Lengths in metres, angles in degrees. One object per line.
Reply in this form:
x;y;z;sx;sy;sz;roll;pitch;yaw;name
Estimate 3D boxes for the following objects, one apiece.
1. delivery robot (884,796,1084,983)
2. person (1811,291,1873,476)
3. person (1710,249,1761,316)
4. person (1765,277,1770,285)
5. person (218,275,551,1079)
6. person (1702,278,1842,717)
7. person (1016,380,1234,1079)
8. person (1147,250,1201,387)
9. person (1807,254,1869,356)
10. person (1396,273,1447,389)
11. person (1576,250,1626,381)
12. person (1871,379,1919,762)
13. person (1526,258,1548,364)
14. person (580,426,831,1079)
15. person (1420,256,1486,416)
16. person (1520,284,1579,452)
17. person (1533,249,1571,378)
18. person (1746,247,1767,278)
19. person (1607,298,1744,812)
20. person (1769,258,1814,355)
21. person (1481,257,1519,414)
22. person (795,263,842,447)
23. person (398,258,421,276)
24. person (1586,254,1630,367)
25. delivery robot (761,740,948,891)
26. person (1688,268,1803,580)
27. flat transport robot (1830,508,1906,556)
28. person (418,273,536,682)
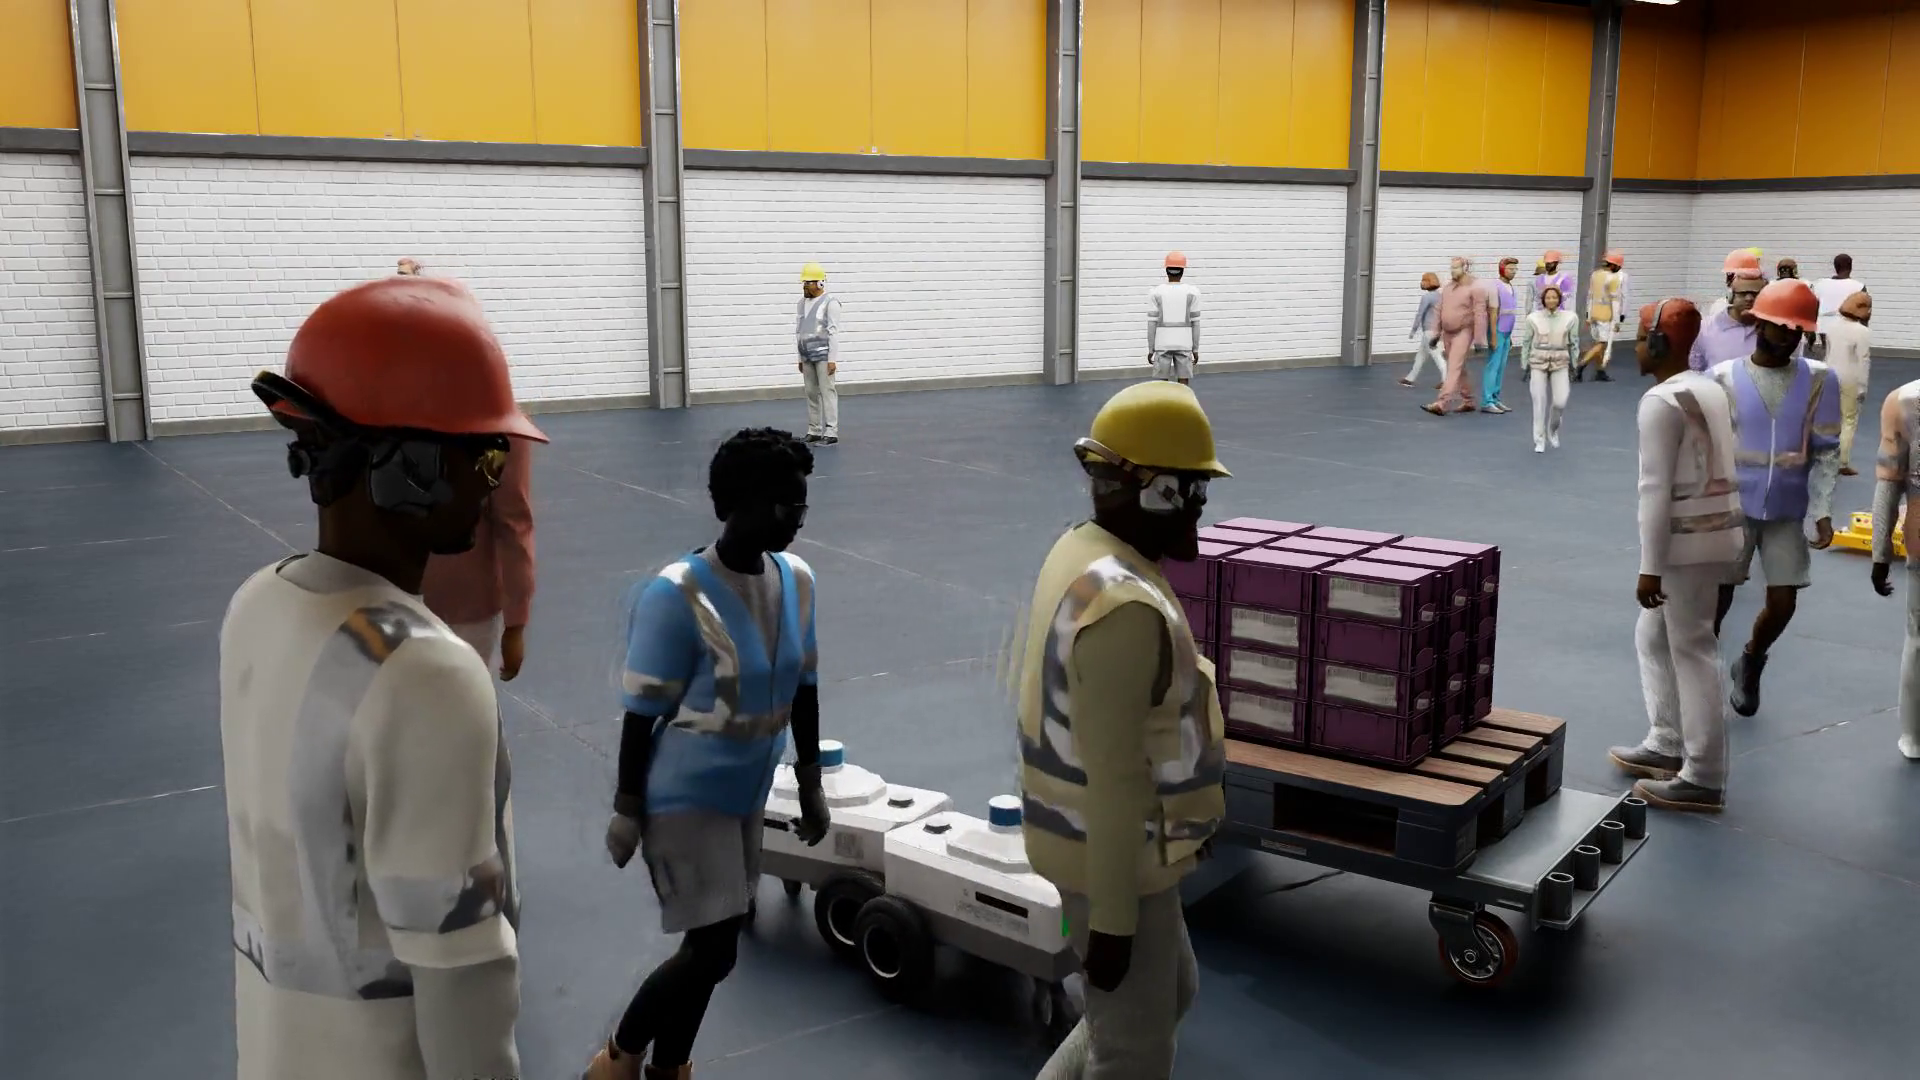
0.130;0.941;4.526;0.707;0.478;0.477;9;14;41;delivery robot
7.626;-1.346;14.413;0.453;1.612;0.517;-3;11;-15;person
6.094;-1.286;13.085;0.437;1.976;0.651;-4;11;-22;person
9.462;-2.303;19.683;0.526;1.605;0.782;8;13;39;person
-0.686;0.693;2.117;0.409;2.032;0.608;-8;13;-38;person
3.335;-0.136;6.966;0.558;1.911;0.512;2;11;12;person
0.304;0.592;3.258;0.455;1.806;0.608;-1;10;-3;person
2.186;-1.986;17.045;0.548;1.938;0.358;1;10;5;person
10.211;-2.355;19.242;0.856;1.867;0.644;-6;12;-30;person
6.427;-2.868;22.829;0.854;1.587;0.514;8;13;37;person
9.093;-3.181;23.723;0.780;1.906;0.562;-2;10;-8;person
3.782;0.000;6.291;0.609;1.896;0.843;6;12;31;person
9.453;-3.706;27.048;0.486;1.734;0.331;3;11;15;person
-0.543;0.569;3.734;0.412;1.669;0.545;5;12;26;person
5.774;-2.387;19.499;0.962;1.846;0.667;-4;11;-21;person
5.683;-1.652;16.054;0.541;1.624;0.371;3;11;16;person
8.723;-3.317;24.446;0.842;1.914;0.551;-7;13;-36;person
12.077;-3.523;25.516;0.501;1.912;0.623;7;13;34;person
2.632;0.050;6.126;0.557;1.858;0.579;9;14;40;person
9.873;-2.463;19.960;0.659;1.825;0.517;6;12;31;person
6.377;-2.421;19.686;0.377;1.841;0.567;8;13;37;person
-1.427;-1.835;16.545;0.586;1.824;0.404;10;14;43;person
-5.108;-1.734;15.801;0.639;1.886;0.775;3;11;15;person
10.396;-3.692;26.698;0.637;1.826;0.698;9;14;41;person
-0.402;0.850;5.031;0.707;0.478;0.477;5;12;28;delivery robot
4.726;-0.687;10.071;0.664;1.891;0.469;3;11;14;person
6.554;-0.082;11.177;1.431;0.197;0.652;-6;12;-31;flat transport robot
-1.571;0.199;4.958;0.631;1.973;0.492;0;10;-1;person
